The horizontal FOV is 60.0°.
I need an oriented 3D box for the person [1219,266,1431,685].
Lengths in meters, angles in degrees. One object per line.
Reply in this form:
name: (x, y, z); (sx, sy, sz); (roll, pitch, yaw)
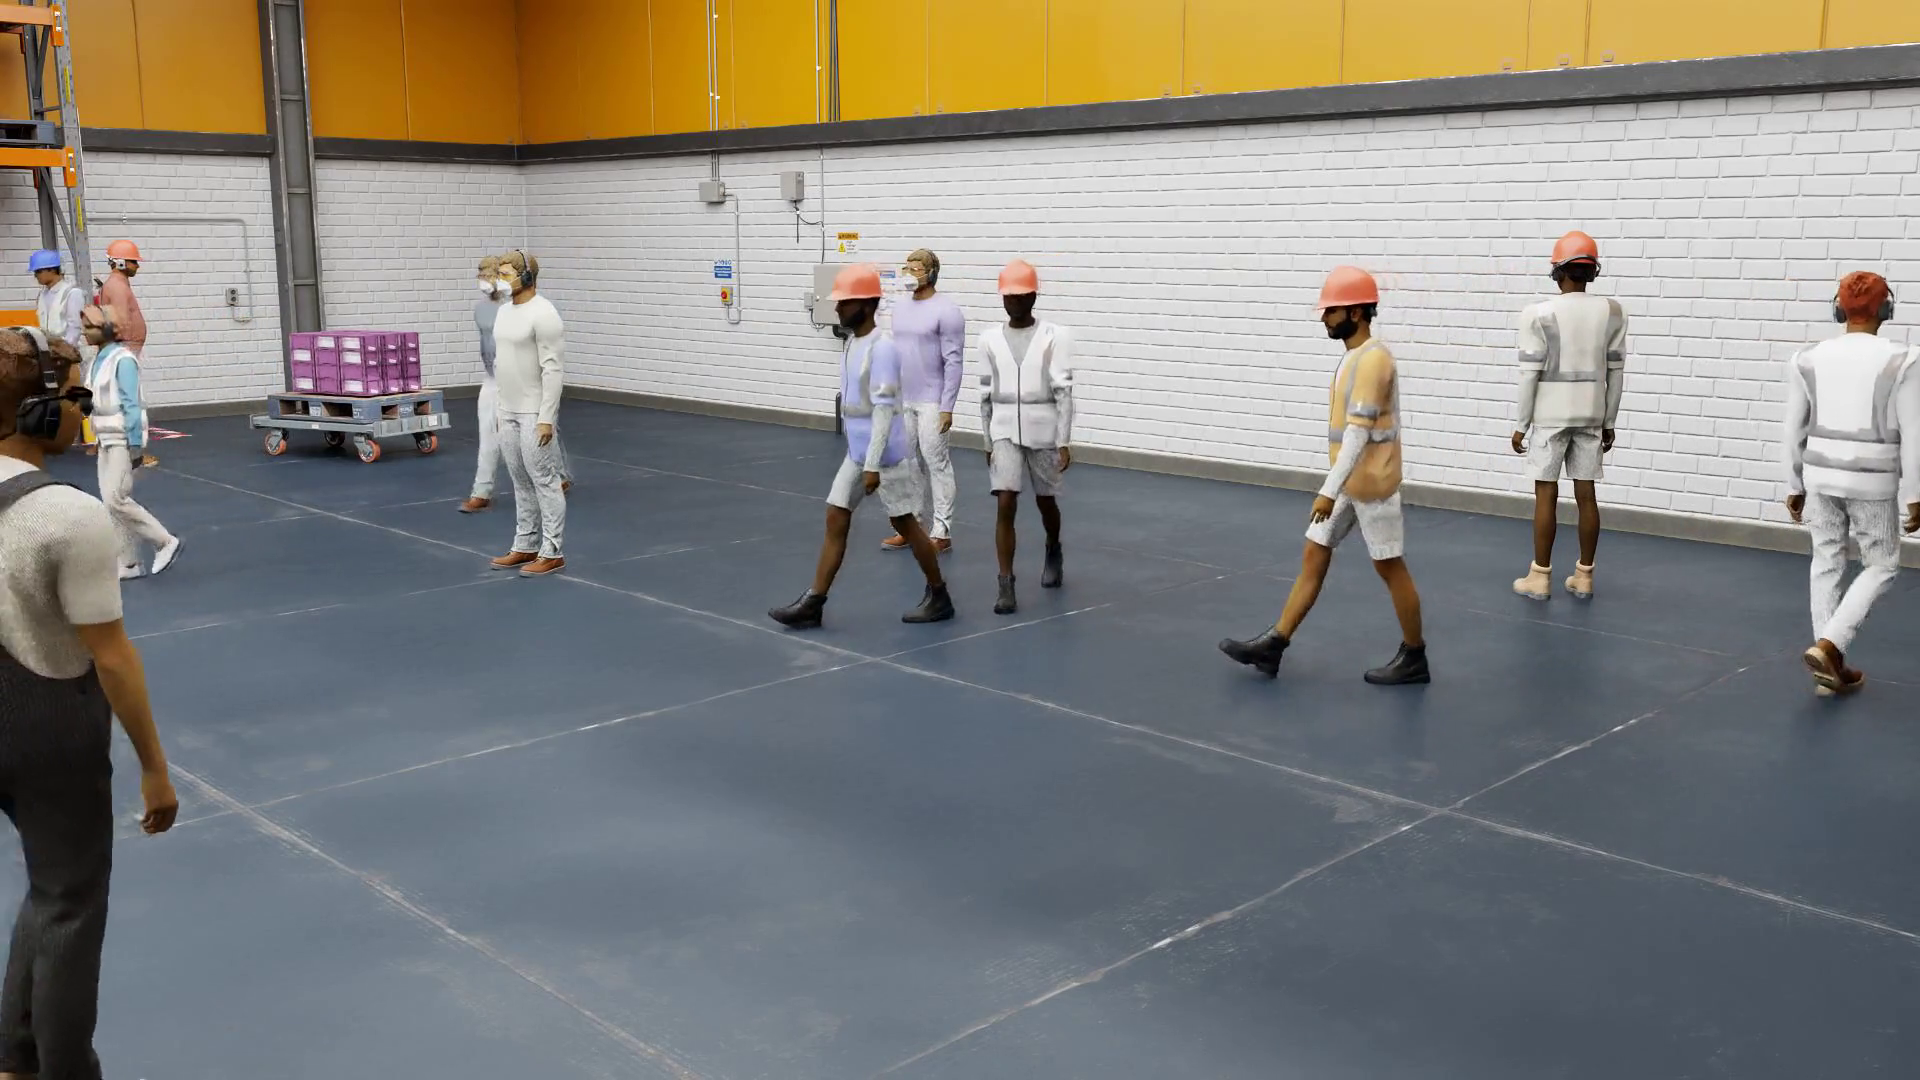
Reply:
person: (1.690, -0.263, 7.420); (1.003, 1.878, 0.554); (-1, 10, -3)

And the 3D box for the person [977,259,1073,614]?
person: (0.377, -0.596, 9.205); (0.559, 1.906, 0.953); (3, 11, 15)

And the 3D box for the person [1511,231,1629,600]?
person: (3.362, -0.680, 9.248); (0.608, 2.044, 0.371); (-1, 10, -6)

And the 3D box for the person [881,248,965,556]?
person: (-0.241, -0.869, 10.563); (0.632, 1.940, 0.372); (10, 15, 44)

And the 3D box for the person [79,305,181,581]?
person: (-4.882, -0.549, 9.659); (0.537, 1.624, 0.391); (9, 14, 41)

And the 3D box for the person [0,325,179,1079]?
person: (-1.961, 0.459, 3.605); (0.555, 1.833, 0.405); (5, 11, 23)

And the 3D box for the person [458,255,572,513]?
person: (-3.323, -1.171, 12.381); (0.626, 1.892, 1.023); (5, 12, 27)

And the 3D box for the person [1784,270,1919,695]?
person: (3.874, -0.227, 7.242); (0.448, 1.871, 0.611); (-8, 13, -39)

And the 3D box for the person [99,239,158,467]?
person: (-7.290, -1.627, 14.571); (0.401, 1.986, 0.611); (-6, 12, -31)

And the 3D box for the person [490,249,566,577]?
person: (-2.585, -0.752, 9.924); (0.632, 1.940, 0.372); (10, 15, 44)

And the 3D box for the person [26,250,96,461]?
person: (-8.109, -1.652, 14.971); (0.593, 1.878, 1.010); (4, 11, 20)

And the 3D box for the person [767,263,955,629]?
person: (-0.463, -0.466, 8.540); (1.012, 1.882, 0.567); (-5, 12, -27)
